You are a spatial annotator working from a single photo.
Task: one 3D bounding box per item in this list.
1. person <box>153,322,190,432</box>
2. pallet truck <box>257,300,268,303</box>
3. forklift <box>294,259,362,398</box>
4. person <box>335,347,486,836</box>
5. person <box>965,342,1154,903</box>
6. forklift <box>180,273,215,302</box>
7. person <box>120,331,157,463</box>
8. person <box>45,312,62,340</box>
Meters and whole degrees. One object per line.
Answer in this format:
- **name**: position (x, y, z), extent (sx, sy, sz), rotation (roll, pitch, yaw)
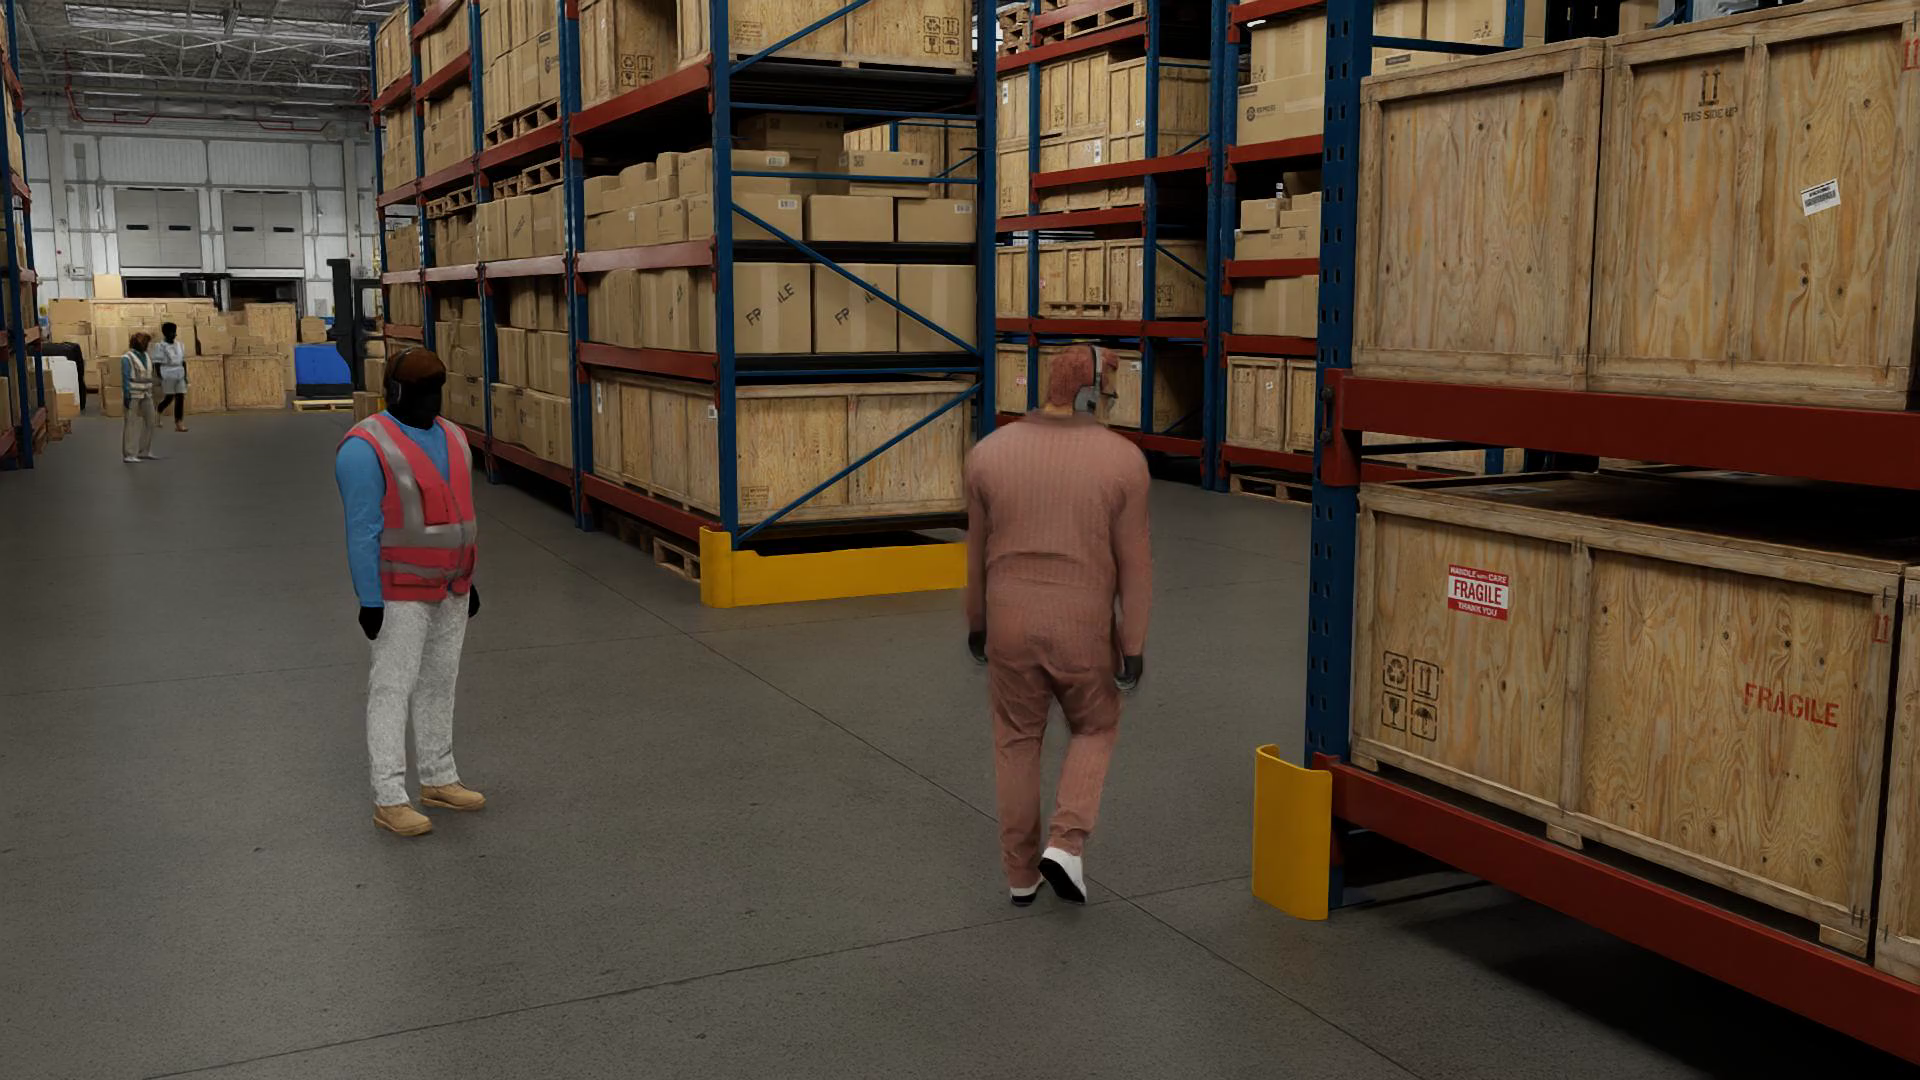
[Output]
- **person**: position (-12.025, -2.484, 25.303), extent (0.480, 1.684, 0.538), rotation (4, 9, 24)
- **pallet truck**: position (-23.913, -7.404, 58.171), extent (1.885, 1.965, 0.823), rotation (-1, 8, -9)
- **forklift**: position (-12.554, -4.313, 33.833), extent (1.873, 2.768, 1.129), rotation (-3, 9, -17)
- **person**: position (-2.068, 0.185, 6.384), extent (0.429, 1.839, 0.633), rotation (4, 9, 23)
- **person**: position (0.306, 0.294, 5.484), extent (0.682, 1.880, 0.450), rotation (3, 9, 17)
- **forklift**: position (-23.512, -6.862, 51.410), extent (1.873, 2.768, 1.129), rotation (6, 10, 35)
- **person**: position (-10.171, -1.764, 20.572), extent (0.377, 1.624, 0.546), rotation (2, 9, 14)
- **person**: position (-29.589, -6.793, 54.306), extent (0.589, 1.897, 0.672), rotation (2, 9, 15)
